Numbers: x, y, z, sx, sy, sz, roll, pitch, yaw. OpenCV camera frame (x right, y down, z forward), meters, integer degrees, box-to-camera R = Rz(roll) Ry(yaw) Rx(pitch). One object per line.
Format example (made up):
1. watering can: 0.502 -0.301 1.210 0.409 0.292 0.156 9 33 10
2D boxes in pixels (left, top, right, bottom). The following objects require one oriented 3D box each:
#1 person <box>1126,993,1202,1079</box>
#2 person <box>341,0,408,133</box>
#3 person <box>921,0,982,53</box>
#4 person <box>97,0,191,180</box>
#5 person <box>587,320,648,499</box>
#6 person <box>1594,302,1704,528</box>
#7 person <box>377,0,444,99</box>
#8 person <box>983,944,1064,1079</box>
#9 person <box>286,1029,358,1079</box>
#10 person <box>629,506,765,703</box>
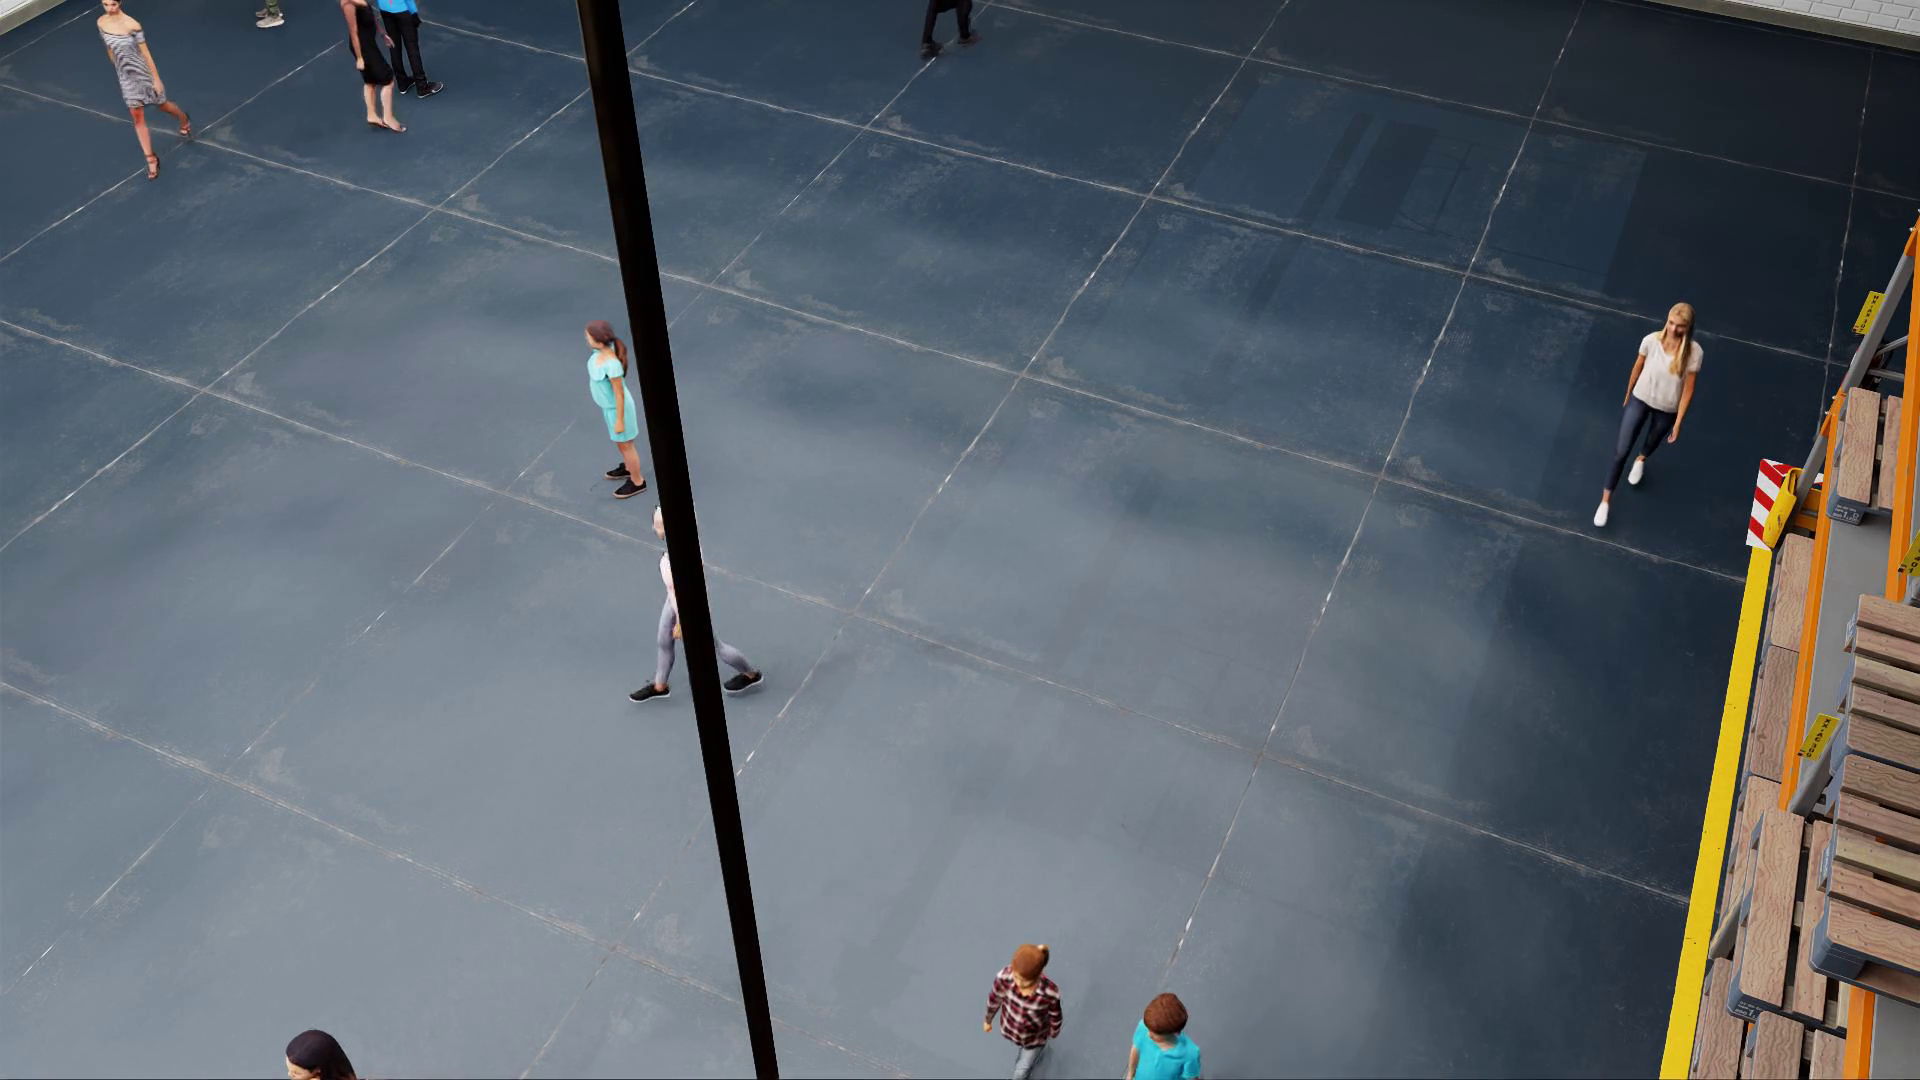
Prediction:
1. person: 1.064 2.682 8.400 0.614 1.432 0.719 28 50 26
2. person: -5.778 -4.709 15.945 0.794 1.726 0.724 -6 44 -7
3. person: -0.203 -5.876 17.104 1.083 1.817 0.908 -30 51 -28
4. person: -7.588 -4.338 15.512 0.859 1.785 1.175 5 44 5
5. person: -2.508 -0.983 12.156 0.701 1.558 0.640 -14 45 -14
6. person: 5.044 -1.002 12.025 0.603 1.766 1.132 19 47 19
7. person: -5.595 -5.255 16.470 0.602 1.792 0.523 18 47 18
8. person: 0.370 2.483 8.725 0.582 1.272 0.912 21 48 21
9. person: -2.852 2.834 8.073 1.211 1.663 0.948 -29 51 -27
10. person: -1.638 0.422 10.590 1.090 1.684 1.075 -11 45 -11
